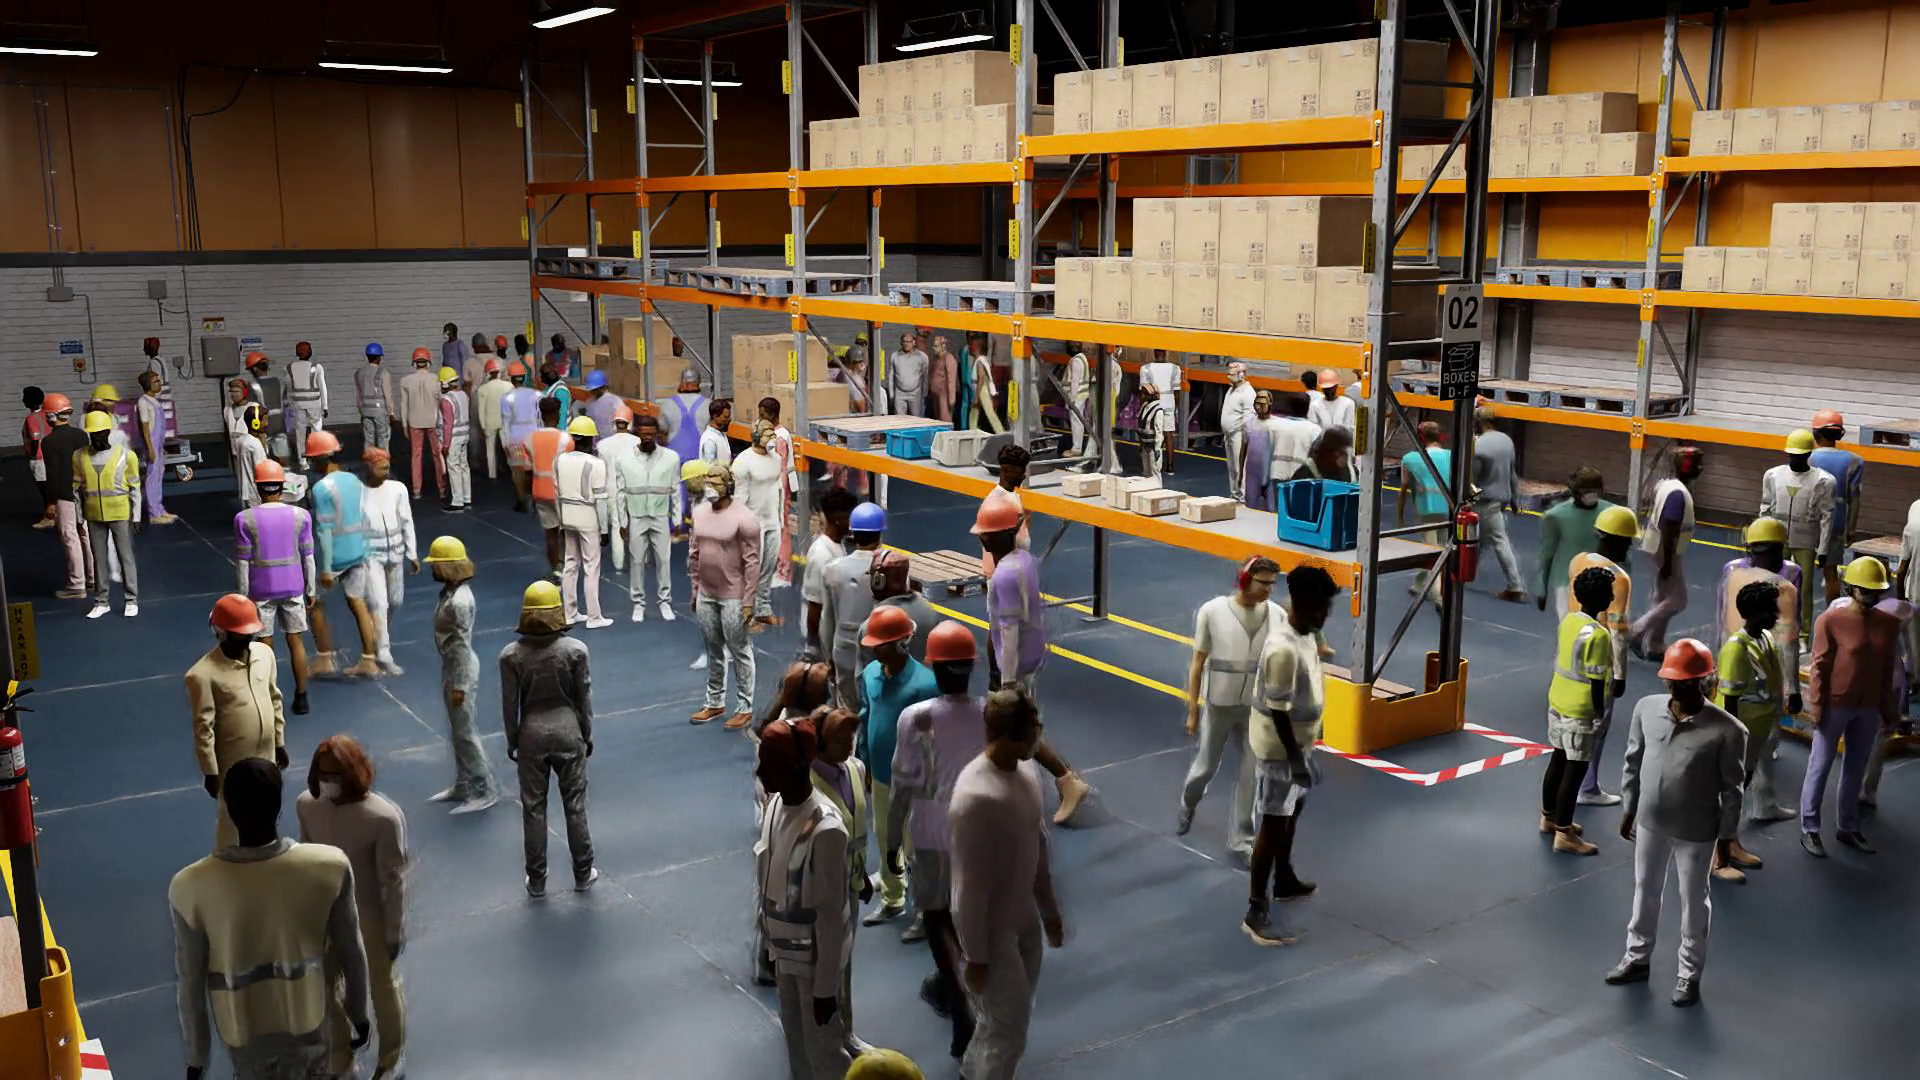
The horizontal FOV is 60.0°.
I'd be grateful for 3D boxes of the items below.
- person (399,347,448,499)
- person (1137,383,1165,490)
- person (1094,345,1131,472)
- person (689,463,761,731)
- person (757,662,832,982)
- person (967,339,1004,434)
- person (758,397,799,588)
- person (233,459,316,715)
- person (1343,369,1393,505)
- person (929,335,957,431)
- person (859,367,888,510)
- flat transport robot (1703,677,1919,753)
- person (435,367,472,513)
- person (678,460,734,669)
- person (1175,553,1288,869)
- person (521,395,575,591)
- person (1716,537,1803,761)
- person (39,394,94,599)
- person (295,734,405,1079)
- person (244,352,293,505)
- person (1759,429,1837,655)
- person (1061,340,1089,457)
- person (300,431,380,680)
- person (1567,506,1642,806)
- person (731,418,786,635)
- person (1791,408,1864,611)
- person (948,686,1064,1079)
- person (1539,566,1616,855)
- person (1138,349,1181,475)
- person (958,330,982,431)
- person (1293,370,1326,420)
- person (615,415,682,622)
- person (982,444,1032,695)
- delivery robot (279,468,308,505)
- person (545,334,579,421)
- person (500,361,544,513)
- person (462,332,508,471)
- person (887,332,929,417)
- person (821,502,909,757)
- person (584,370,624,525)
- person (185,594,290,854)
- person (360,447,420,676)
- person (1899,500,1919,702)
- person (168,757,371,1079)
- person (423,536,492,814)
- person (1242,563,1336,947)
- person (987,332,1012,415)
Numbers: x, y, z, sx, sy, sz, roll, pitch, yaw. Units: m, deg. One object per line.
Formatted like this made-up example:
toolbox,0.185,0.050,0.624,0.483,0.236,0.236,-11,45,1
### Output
person,-7.029,-1.533,21.854,0.617,1.986,0.411,-3,11,-14
person,2.389,-1.145,20.770,0.313,1.634,0.514,-4,12,-19
person,2.212,-2.004,24.110,0.535,2.000,0.681,-1,11,-4
person,-1.713,0.407,12.030,0.630,1.940,0.370,7,13,33
person,-0.806,1.359,7.978,0.421,1.611,0.529,0,11,-1
person,0.393,-2.233,25.940,0.807,1.800,0.607,-1,11,-7
person,-1.832,-0.480,16.665,0.412,1.907,0.596,-3,12,-16
person,-5.057,0.363,12.301,0.549,1.925,0.384,-8,13,-34
person,4.892,-1.258,20.289,0.673,2.000,0.535,-4,12,-18
person,-0.281,-2.158,25.283,0.398,1.898,0.646,-4,12,-19
person,-1.078,-1.296,20.984,0.345,1.847,0.508,-3,12,-16
flat transport robot,6.107,1.231,12.095,0.652,0.197,1.431,-5,12,-22
person,-6.344,-1.250,20.810,0.403,1.828,0.603,2,11,8
person,-2.115,0.192,13.723,0.601,1.700,0.512,-5,12,-24
person,1.545,0.945,9.641,0.647,1.809,0.781,-3,12,-16
person,-3.990,-0.451,16.401,0.636,1.942,0.436,2,11,11
person,5.464,0.684,11.402,0.529,1.631,0.312,5,12,25
person,-8.667,-0.426,16.148,0.395,1.994,0.612,2,11,8
person,-2.517,1.574,6.856,0.535,1.609,0.511,3,11,14
person,-8.744,-1.373,20.994,0.719,1.990,0.762,6,13,29
person,7.065,0.012,14.111,0.586,1.920,0.397,11,15,43
person,1.773,-2.193,25.621,0.429,1.839,0.630,2,11,9
person,-5.019,0.132,13.225,0.777,2.012,0.634,3,11,14
person,4.023,0.727,10.464,0.392,1.915,0.592,-2,11,-10
person,-1.779,-0.126,14.798,0.359,1.931,0.634,7,13,31
person,7.519,-0.134,14.562,0.609,2.034,0.403,1,11,7
person,0.151,1.512,6.533,0.597,1.888,0.664,5,12,24
person,3.626,0.984,9.734,0.322,1.692,0.531,0,11,2
person,2.852,-1.898,23.796,0.603,1.957,0.386,-1,11,-6
person,0.192,-2.589,27.603,0.514,1.843,0.327,10,15,42
person,4.635,-1.391,21.924,0.589,1.675,0.343,10,15,41
person,-2.844,-0.200,15.224,0.590,1.911,0.396,-3,12,-16
person,0.363,0.231,12.882,0.371,1.959,0.602,2,11,10
delivery robot,-8.416,-0.662,20.814,0.477,0.478,0.707,-2,11,-8
person,-6.456,-2.431,26.935,0.628,1.786,0.981,2,11,11
person,-5.381,-1.249,20.591,0.544,1.917,0.661,-8,14,-36
person,-6.977,-2.030,24.243,0.704,2.000,0.795,-9,14,-39
person,-0.806,-2.264,25.786,0.652,1.906,0.403,1,11,6
person,-0.575,0.731,10.379,0.611,1.940,0.415,5,12,23
person,-4.224,-1.090,19.850,0.628,1.882,0.794,9,14,37
person,-3.797,1.129,8.848,0.353,1.740,0.569,4,12,21
person,-4.800,0.137,13.703,0.921,1.826,0.558,11,15,43
person,7.295,0.349,12.455,0.401,1.894,0.654,-4,12,-19
person,-2.374,1.663,5.793,0.602,1.877,0.982,-4,12,-19
person,-3.145,0.834,10.370,0.316,1.749,0.489,-5,12,-24
person,1.732,1.071,8.680,0.419,1.938,0.878,5,12,23
person,0.799,-3.287,30.838,0.608,1.987,0.413,-1,11,-3
